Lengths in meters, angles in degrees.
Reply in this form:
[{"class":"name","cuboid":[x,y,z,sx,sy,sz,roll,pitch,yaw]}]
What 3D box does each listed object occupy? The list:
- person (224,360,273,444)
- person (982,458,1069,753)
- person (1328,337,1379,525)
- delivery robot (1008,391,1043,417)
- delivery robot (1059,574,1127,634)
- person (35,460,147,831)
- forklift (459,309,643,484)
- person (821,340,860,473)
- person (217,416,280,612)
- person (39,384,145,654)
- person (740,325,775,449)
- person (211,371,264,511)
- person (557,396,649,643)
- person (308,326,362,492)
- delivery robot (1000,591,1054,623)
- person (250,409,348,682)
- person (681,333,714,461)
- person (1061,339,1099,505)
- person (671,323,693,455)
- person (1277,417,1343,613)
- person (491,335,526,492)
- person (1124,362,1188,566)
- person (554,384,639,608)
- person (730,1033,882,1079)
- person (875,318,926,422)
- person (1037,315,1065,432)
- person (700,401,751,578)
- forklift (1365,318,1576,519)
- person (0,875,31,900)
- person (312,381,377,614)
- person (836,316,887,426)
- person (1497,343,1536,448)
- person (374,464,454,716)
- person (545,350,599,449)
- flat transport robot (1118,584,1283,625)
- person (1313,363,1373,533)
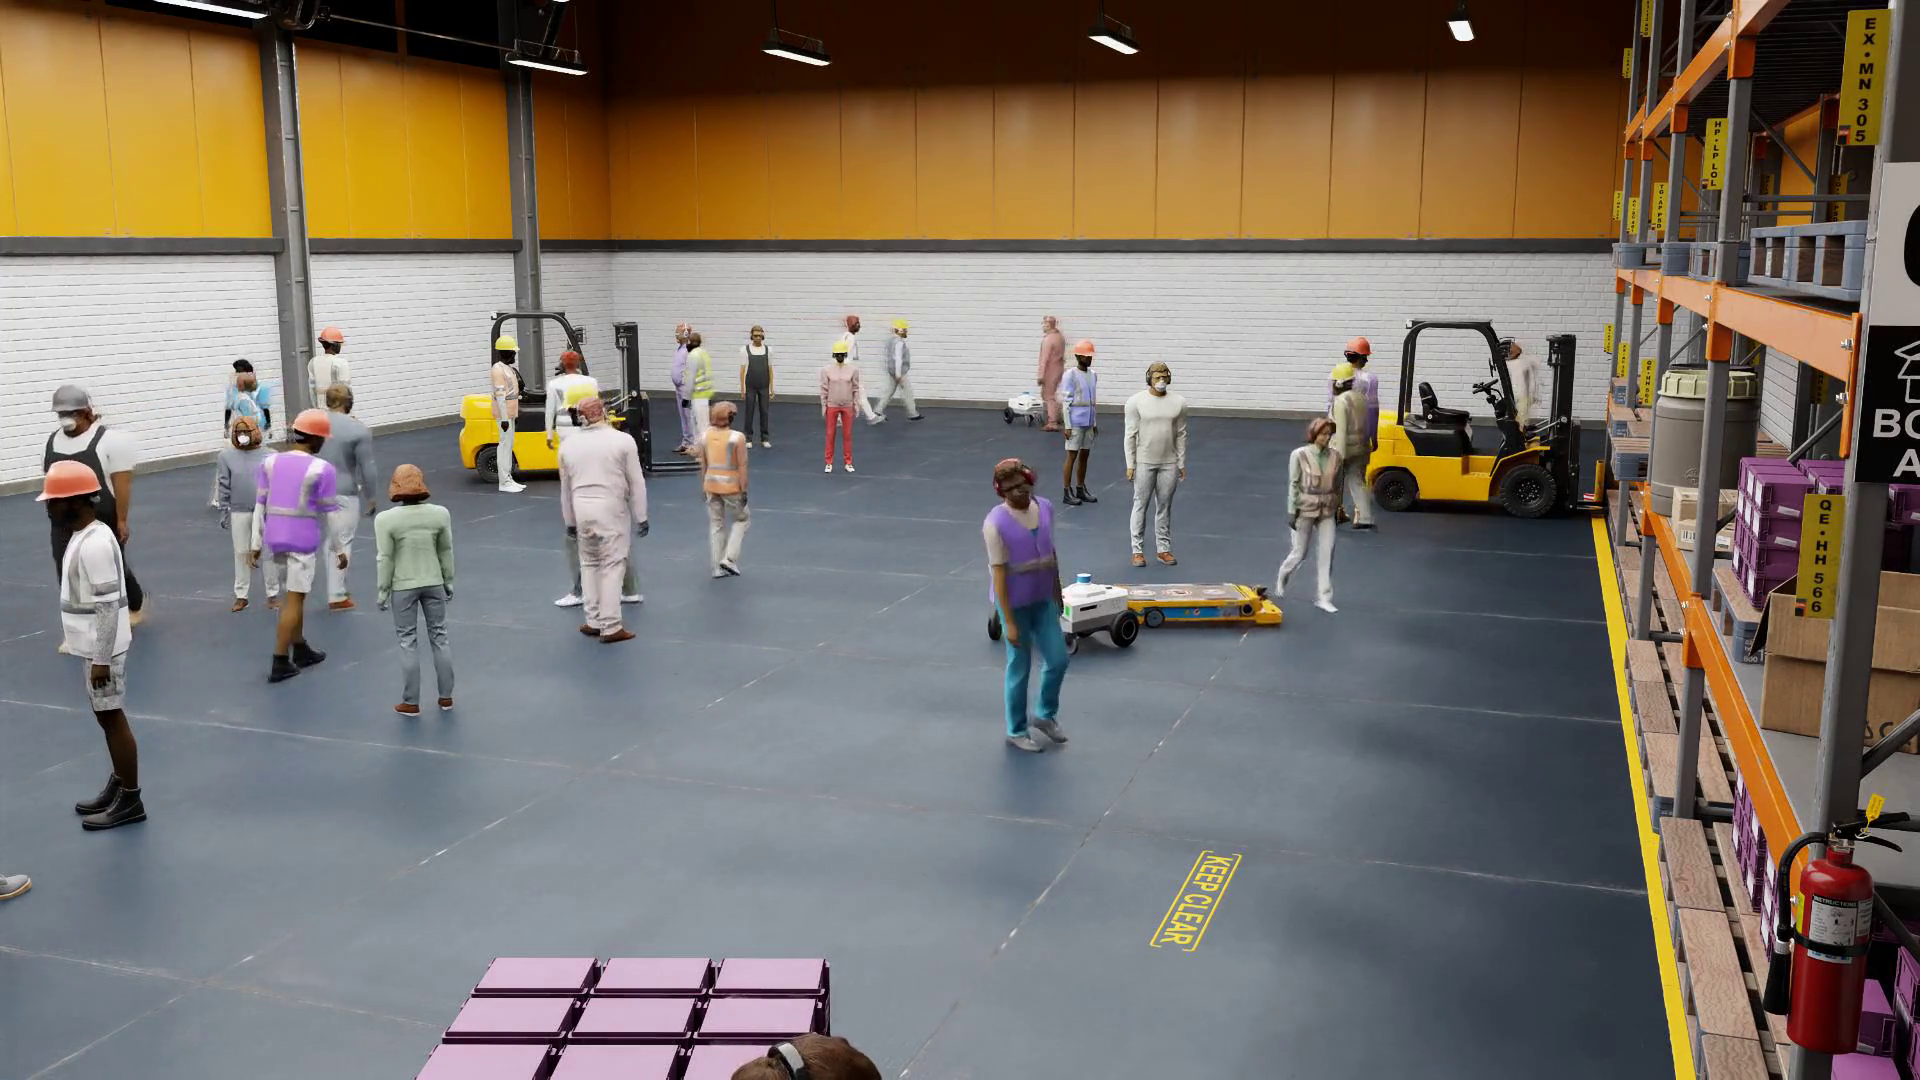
[{"class":"person","cuboid":[-8.664,-1.364,20.188,0.551,1.641,0.885,2,10,9]},{"class":"person","cuboid":[0.386,0.396,9.865,0.678,1.802,0.428,-9,13,-41]},{"class":"person","cuboid":[4.272,-1.173,18.017,0.605,2.045,0.377,10,14,43]},{"class":"delivery robot","cuboid":[1.117,-2.285,28.186,0.477,0.478,0.707,-5,10,-28]},{"class":"delivery robot","cuboid":[0.932,0.498,12.534,0.707,0.478,0.477,-9,14,-41]},{"class":"person","cuboid":[-4.522,0.544,8.655,0.377,1.932,0.552,-6,12,-31]},{"class":"forklift","cuboid":[-5.354,-1.902,21.697,2.313,2.155,1.214,-2,10,-13]},{"class":"person","cuboid":[-1.593,-1.776,22.193,0.526,1.768,0.331,-2,10,-11]},{"class":"person","cuboid":[-5.877,-0.221,13.809,0.507,1.631,0.266,-3,10,-15]},{"class":"person","cuboid":[-6.597,-0.215,12.633,0.683,2.000,0.871,0,10,-2]},{"class":"person","cuboid":[-3.020,-2.274,24.778,0.517,1.842,0.327,-4,11,-19]},{"class":"person","cuboid":[-8.173,-1.129,19.040,0.893,1.593,0.513,-2,10,-10]},{"class":"person","cuboid":[-2.759,-0.157,12.790,0.696,1.874,0.484,3,10,16]},{"class":"person","cuboid":[-7.640,-1.586,20.345,0.615,2.041,0.384,4,11,23]},{"class":"delivery robot","cuboid":[0.536,0.428,12.927,0.477,0.478,0.707,3,10,15]},{"class":"person","cuboid":[-4.649,0.026,11.730,0.574,1.874,0.757,2,10,13]},{"class":"person","cuboid":[-3.713,-2.012,23.471,0.656,1.803,0.721,1,10,6]},{"class":"person","cuboid":[1.437,-1.378,19.472,0.373,1.935,0.552,10,14,44]},{"class":"person","cuboid":[-3.990,-2.194,24.151,0.409,1.907,0.651,-6,11,-29]},{"class":"person","cuboid":[2.935,-0.231,13.908,0.523,1.615,0.631,-3,10,-16]},{"class":"person","cuboid":[-5.568,-1.552,20.480,0.369,1.927,0.589,-1,10,-6]},{"class":"person","cuboid":[1.859,-0.719,15.757,0.629,1.940,0.373,-3,10,-14]},{"class":"person","cuboid":[-3.092,-0.353,13.850,0.800,1.882,0.644,0,10,2]},{"class":"person","cuboid":[-0.223,1.658,2.632,0.429,1.846,0.633,-1,10,-8]},{"class":"person","cuboid":[-1.079,-2.902,28.481,0.910,1.795,0.596,-3,11,-18]},{"class":"person","cuboid":[1.435,-2.704,27.059,0.464,1.889,0.678,5,11,24]},{"class":"person","cuboid":[-2.129,-0.453,15.138,0.529,1.626,0.369,5,11,26]},{"class":"forklift","cuboid":[5.787,-1.437,19.079,2.313,2.155,1.214,3,11,19]},{"class":"person","cuboid":[-4.657,0.698,7.648,0.621,1.995,0.395,5,11,26]},{"class":"person","cuboid":[-5.194,-0.361,13.857,0.677,1.895,0.685,2,10,11]},{"class":"person","cuboid":[-1.711,-2.819,27.843,0.943,1.839,0.611,-2,10,-13]},{"class":"person","cuboid":[8.183,-2.084,24.380,0.609,1.612,0.308,2,10,11]},{"class":"person","cuboid":[-3.521,0.320,10.765,0.507,1.631,0.275,-8,13,-38]},{"class":"person","cuboid":[-4.337,-1.195,18.623,0.611,1.868,0.453,-5,11,-26]},{"class":"flat transport robot","cuboid":[1.840,0.515,13.504,1.431,0.197,0.652,-1,10,-4]},{"class":"person","cuboid":[4.029,-0.974,17.634,0.865,1.785,0.605,8,13,36]}]
